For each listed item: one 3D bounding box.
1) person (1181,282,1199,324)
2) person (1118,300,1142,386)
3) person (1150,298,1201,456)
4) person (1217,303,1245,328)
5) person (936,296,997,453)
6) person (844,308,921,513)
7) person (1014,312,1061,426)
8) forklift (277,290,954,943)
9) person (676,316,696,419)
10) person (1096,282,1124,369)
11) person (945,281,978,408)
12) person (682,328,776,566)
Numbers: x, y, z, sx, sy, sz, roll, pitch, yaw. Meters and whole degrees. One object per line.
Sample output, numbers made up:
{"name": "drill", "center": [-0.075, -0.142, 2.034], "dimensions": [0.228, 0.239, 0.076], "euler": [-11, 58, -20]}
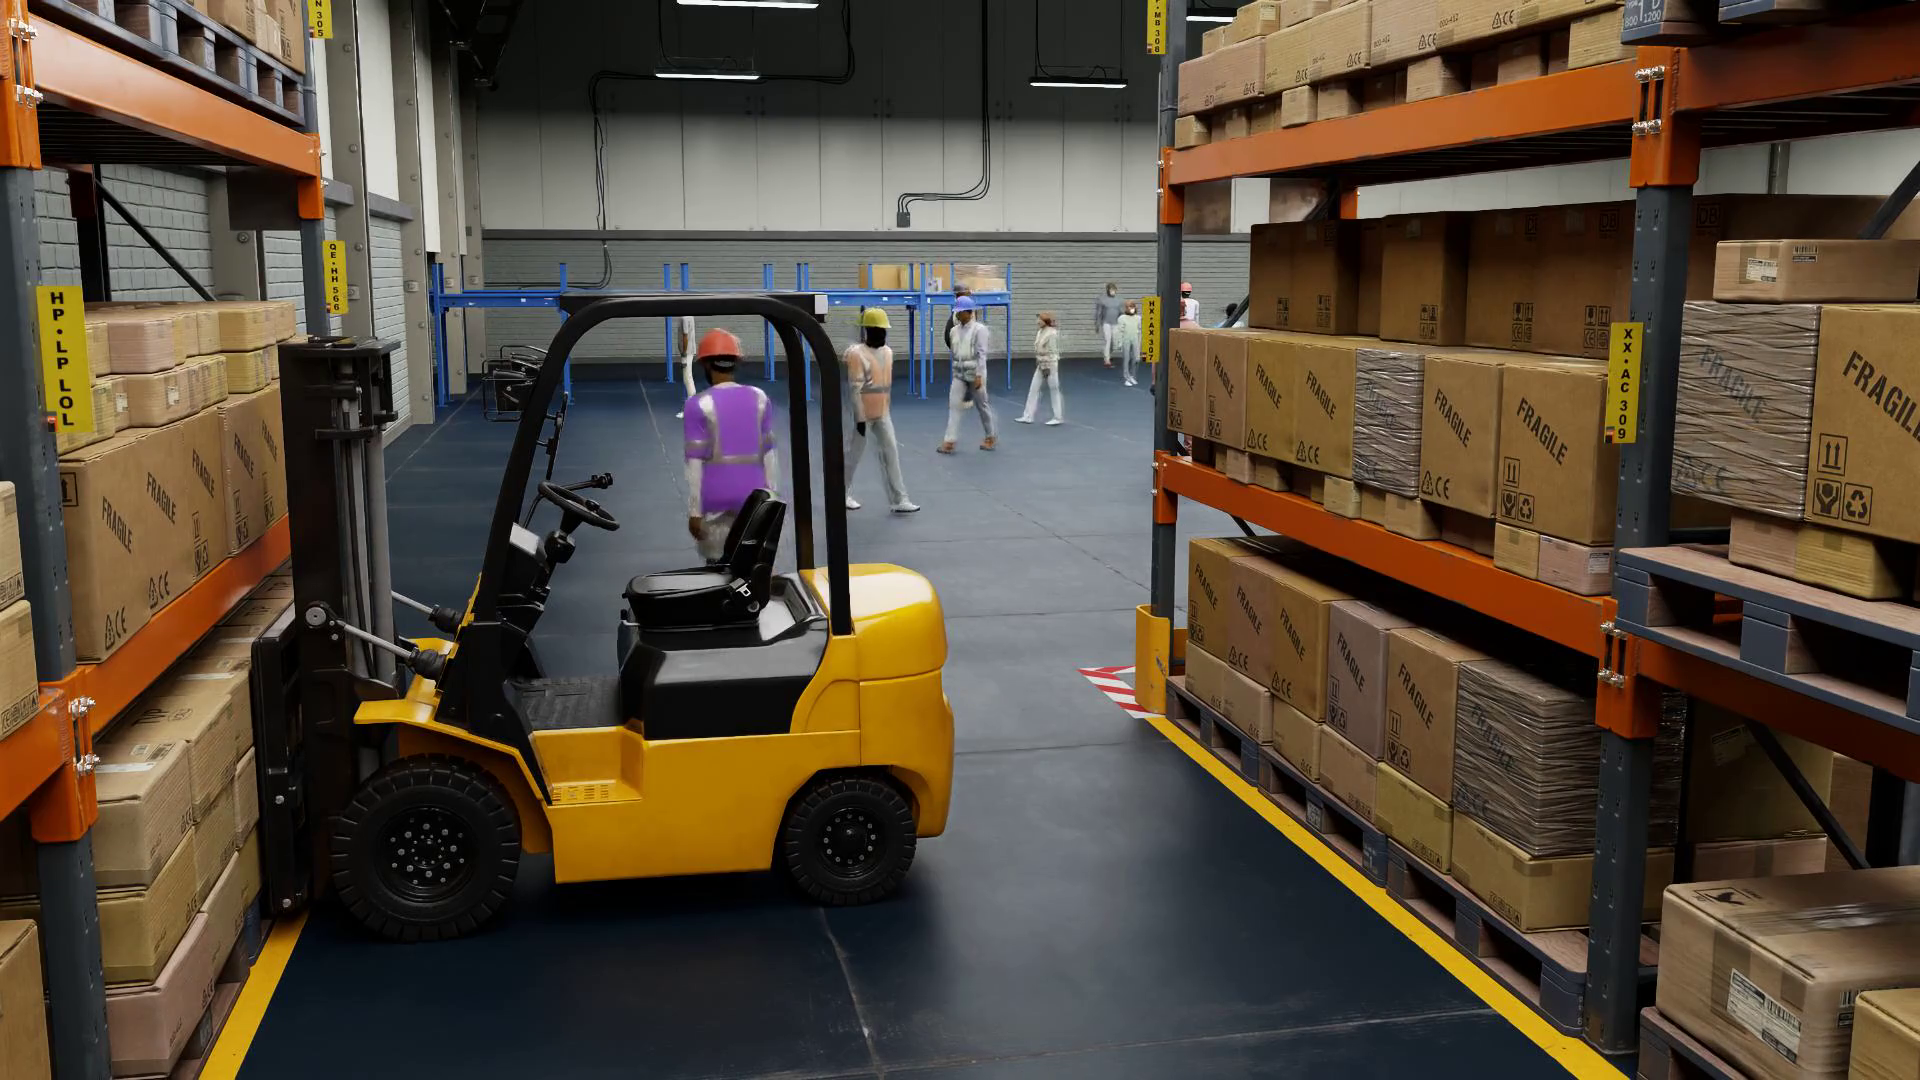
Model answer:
{"name": "person", "center": [4.566, -4.235, 33.672], "dimensions": [0.543, 1.939, 0.361], "euler": [-4, 10, -23]}
{"name": "person", "center": [3.230, -3.724, 31.520], "dimensions": [0.513, 1.614, 0.427], "euler": [-3, 10, -15]}
{"name": "person", "center": [2.490, -1.849, 19.225], "dimensions": [0.652, 1.906, 0.402], "euler": [-3, 10, -19]}
{"name": "person", "center": [4.355, -2.928, 26.485], "dimensions": [0.545, 1.665, 0.627], "euler": [9, 13, 43]}
{"name": "person", "center": [0.120, -2.024, 20.335], "dimensions": [0.614, 1.906, 0.991], "euler": [7, 12, 36]}
{"name": "person", "center": [-0.814, -1.192, 15.321], "dimensions": [0.985, 1.877, 0.607], "euler": [8, 12, 39]}
{"name": "person", "center": [1.127, -2.420, 23.587], "dimensions": [0.770, 1.606, 0.536], "euler": [-4, 10, -26]}
{"name": "forklift", "center": [-1.179, 0.175, 6.143], "dimensions": [2.313, 2.155, 1.214], "euler": [-2, 10, -12]}
{"name": "person", "center": [-4.120, -2.764, 24.962], "dimensions": [0.311, 1.861, 0.510], "euler": [-1, 9, -6]}
{"name": "person", "center": [3.340, -4.822, 37.323], "dimensions": [0.637, 1.921, 0.702], "euler": [-2, 10, -13]}
{"name": "person", "center": [0.018, -3.134, 26.779], "dimensions": [0.536, 2.000, 0.683], "euler": [2, 9, 10]}
{"name": "person", "center": [-1.273, -0.229, 9.344], "dimensions": [0.571, 1.908, 0.628], "euler": [-6, 11, -32]}
